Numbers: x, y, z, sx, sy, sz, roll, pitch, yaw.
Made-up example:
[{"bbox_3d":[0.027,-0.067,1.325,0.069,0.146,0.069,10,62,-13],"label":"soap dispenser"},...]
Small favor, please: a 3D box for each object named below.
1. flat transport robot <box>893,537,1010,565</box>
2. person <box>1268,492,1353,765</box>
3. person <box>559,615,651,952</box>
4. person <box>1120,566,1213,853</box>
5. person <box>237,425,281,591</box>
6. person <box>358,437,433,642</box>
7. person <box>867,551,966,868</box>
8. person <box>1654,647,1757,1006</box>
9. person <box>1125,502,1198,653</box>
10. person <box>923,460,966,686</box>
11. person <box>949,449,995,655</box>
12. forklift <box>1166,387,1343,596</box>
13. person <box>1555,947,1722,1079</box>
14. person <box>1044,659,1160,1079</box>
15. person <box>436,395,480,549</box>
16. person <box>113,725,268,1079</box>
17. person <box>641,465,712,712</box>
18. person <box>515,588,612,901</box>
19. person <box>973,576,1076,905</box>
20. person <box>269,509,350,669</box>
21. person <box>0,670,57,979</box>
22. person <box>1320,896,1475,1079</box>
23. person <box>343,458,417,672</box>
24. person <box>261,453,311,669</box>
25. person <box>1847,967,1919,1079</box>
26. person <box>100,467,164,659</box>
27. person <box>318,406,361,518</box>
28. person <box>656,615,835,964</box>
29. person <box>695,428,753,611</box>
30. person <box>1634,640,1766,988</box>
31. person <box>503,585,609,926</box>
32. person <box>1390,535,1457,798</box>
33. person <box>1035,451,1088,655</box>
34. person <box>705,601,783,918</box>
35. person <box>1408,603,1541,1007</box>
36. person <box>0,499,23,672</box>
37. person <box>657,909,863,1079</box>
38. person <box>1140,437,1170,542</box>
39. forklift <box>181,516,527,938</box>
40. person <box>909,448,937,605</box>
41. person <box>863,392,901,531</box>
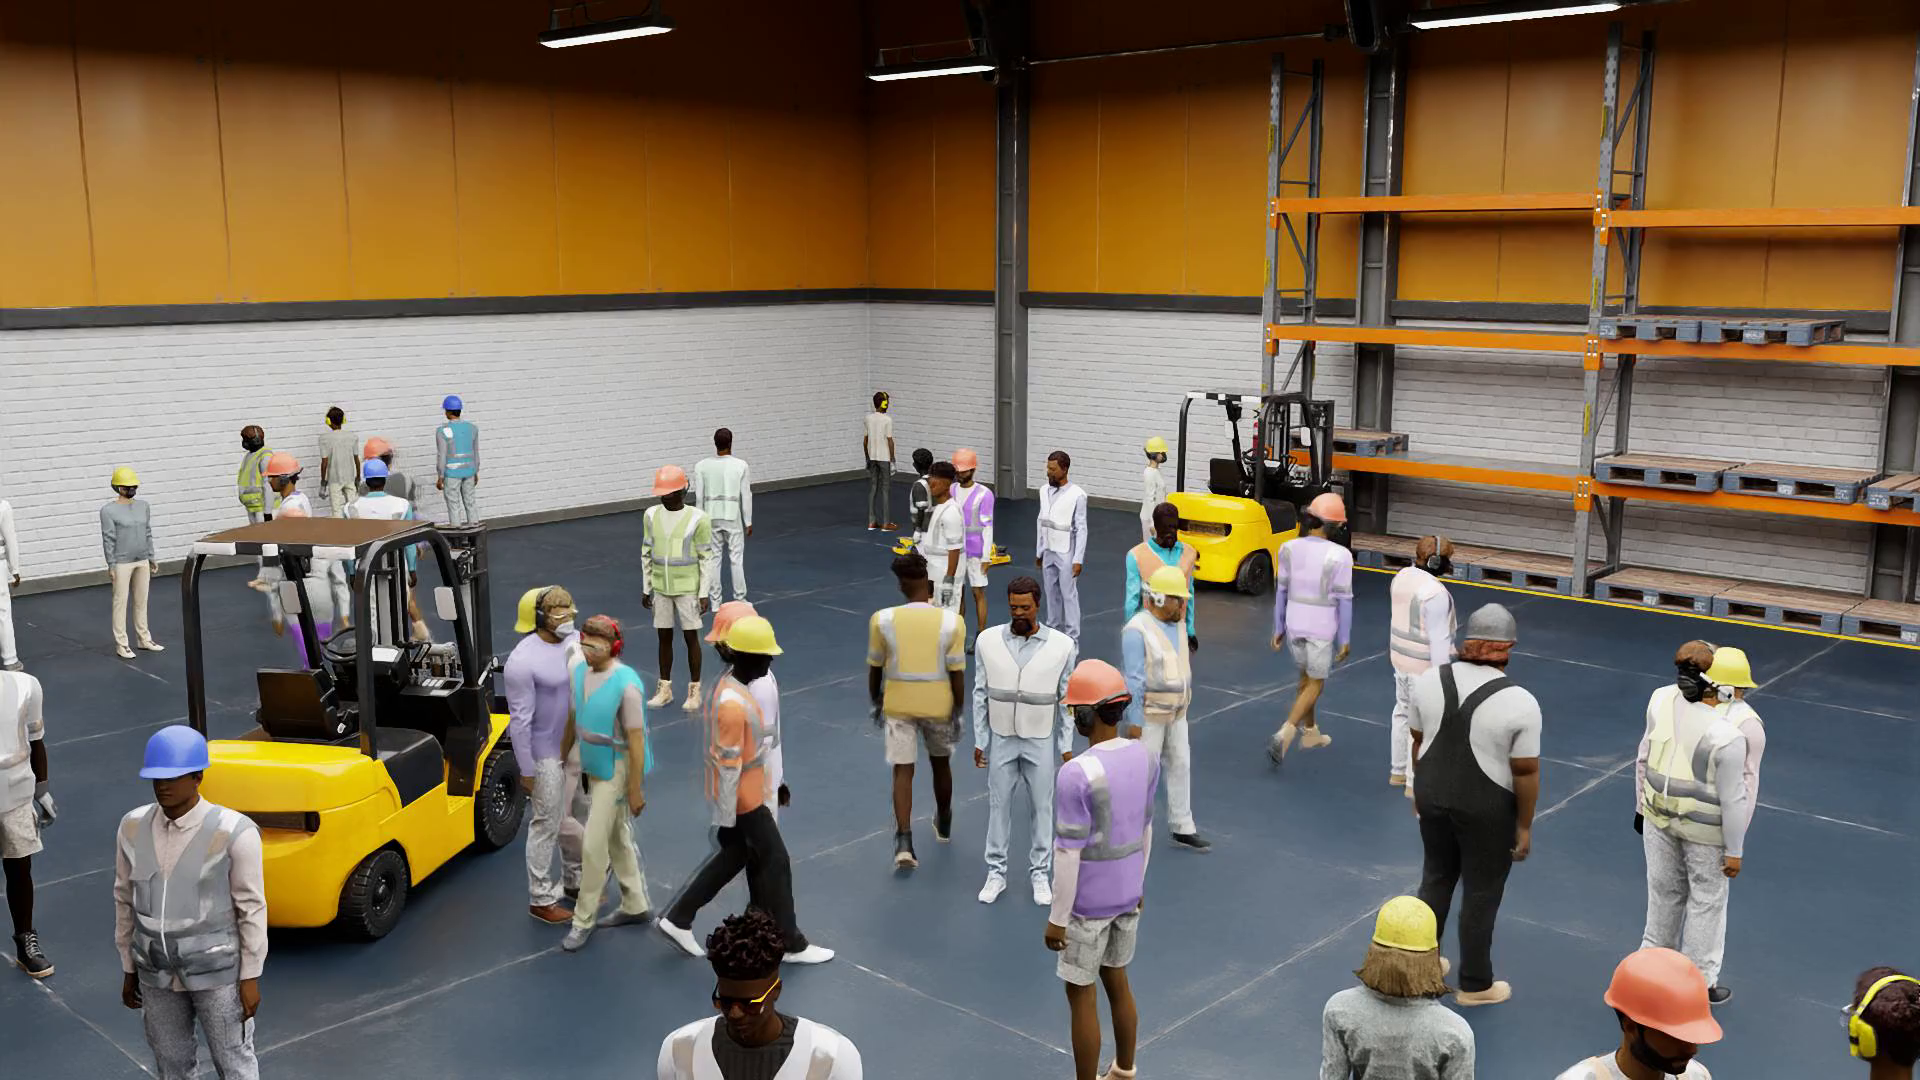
[{"bbox_3d":[-0.110,0.113,20.138,0.652,0.197,1.431,-9,13,-40],"label":"flat transport robot"},{"bbox_3d":[2.538,0.654,12.165,0.618,2.010,0.908,9,14,43],"label":"person"},{"bbox_3d":[-1.976,1.285,9.059,0.570,1.815,0.674,-7,12,-37],"label":"person"},{"bbox_3d":[1.234,1.050,10.419,0.711,1.805,0.620,9,14,43],"label":"person"},{"bbox_3d":[-7.737,-0.360,18.390,0.430,1.836,0.626,-9,13,-41],"label":"person"},{"bbox_3d":[-5.431,0.012,15.876,1.067,1.985,0.612,5,11,28],"label":"person"},{"bbox_3d":[-0.267,1.032,10.250,0.625,1.927,0.854,0,10,-1],"label":"person"},{"bbox_3d":[3.709,1.420,8.298,0.403,1.819,0.602,-2,10,-11],"label":"person"},{"bbox_3d":[1.483,0.660,12.352,0.597,1.917,0.377,-5,11,-26],"label":"person"},{"bbox_3d":[-0.134,0.296,14.294,0.371,1.960,0.642,-1,10,-8],"label":"person"},{"bbox_3d":[0.053,0.106,15.461,0.544,1.930,0.388,6,12,32],"label":"person"},{"bbox_3d":[3.298,-0.608,18.767,1.214,2.155,2.313,9,13,42],"label":"forklift"},{"bbox_3d":[1.827,2.026,4.542,0.551,1.934,0.381,-4,11,-21],"label":"person"},{"bbox_3d":[0.586,1.516,7.167,0.409,2.029,0.612,9,13,40],"label":"person"},{"bbox_3d":[-6.266,-0.832,20.747,0.394,1.945,0.614,7,12,36],"label":"person"},{"bbox_3d":[-3.003,1.667,6.512,0.605,1.951,0.380,1,10,6],"label":"person"},{"bbox_3d":[-2.318,0.395,13.520,0.605,2.034,0.392,3,10,16],"label":"person"},{"bbox_3d":[-2.269,1.186,9.409,0.469,1.891,0.696,-8,13,-40],"label":"person"},{"bbox_3d":[0.367,1.143,9.583,0.588,1.920,0.398,2,10,10],"label":"person"},{"bbox_3d":[-5.146,0.604,13.226,0.538,1.713,0.634,-9,13,-41],"label":"person"},{"bbox_3d":[-4.938,1.318,8.456,0.361,1.962,0.612,9,14,43],"label":"person"},{"bbox_3d":[1.398,1.982,5.330,0.484,1.737,0.305,5,11,27],"label":"person"},{"bbox_3d":[-5.078,0.251,14.615,0.605,1.939,0.415,-2,10,-10],"label":"person"},{"bbox_3d":[-5.708,0.270,14.202,0.391,2.041,0.615,-3,10,-15],"label":"person"},{"bbox_3d":[2.457,2.065,4.511,0.511,1.862,0.325,-2,10,-10],"label":"person"},{"bbox_3d":[-7.667,0.199,15.393,0.315,1.768,0.526,4,11,22],"label":"person"},{"bbox_3d":[-7.508,-0.682,20.142,0.520,1.862,0.328,-8,13,-40],"label":"person"},{"bbox_3d":[-1.161,1.309,8.712,0.899,1.890,0.582,-1,10,-6],"label":"person"},{"bbox_3d":[-2.442,-0.203,17.247,0.587,1.920,0.394,2,10,9],"label":"person"},{"bbox_3d":[3.645,1.402,8.329,0.429,1.844,0.626,-7,12,-34],"label":"person"},{"bbox_3d":[-2.261,1.191,9.301,0.367,1.926,0.637,5,11,27],"label":"person"},{"bbox_3d":[3.181,0.867,11.424,0.429,1.830,0.639,-2,10,-12],"label":"person"},{"bbox_3d":[0.931,0.125,15.377,0.381,1.918,0.596,-8,13,-39],"label":"person"},{"bbox_3d":[-1.141,1.271,8.824,0.388,1.930,0.544,-4,11,-22],"label":"person"},{"bbox_3d":[2.595,1.298,8.355,0.539,2.000,0.699,-9,14,-42],"label":"person"},{"bbox_3d":[-8.593,0.274,14.633,0.580,1.883,0.352,-4,11,-23],"label":"person"},{"bbox_3d":[-0.566,1.979,4.732,0.599,1.958,0.378,1,10,8],"label":"person"},{"bbox_3d":[2.081,-0.222,17.782,0.305,1.772,0.525,2,10,13],"label":"person"},{"bbox_3d":[-3.583,0.976,9.748,1.214,2.155,2.313,2,10,11],"label":"forklift"},{"bbox_3d":[-0.357,-0.117,17.382,0.321,1.699,0.535,3,11,19],"label":"person"},{"bbox_3d":[-1.061,-1.052,22.244,0.520,1.865,0.328,7,12,34],"label":"person"}]
